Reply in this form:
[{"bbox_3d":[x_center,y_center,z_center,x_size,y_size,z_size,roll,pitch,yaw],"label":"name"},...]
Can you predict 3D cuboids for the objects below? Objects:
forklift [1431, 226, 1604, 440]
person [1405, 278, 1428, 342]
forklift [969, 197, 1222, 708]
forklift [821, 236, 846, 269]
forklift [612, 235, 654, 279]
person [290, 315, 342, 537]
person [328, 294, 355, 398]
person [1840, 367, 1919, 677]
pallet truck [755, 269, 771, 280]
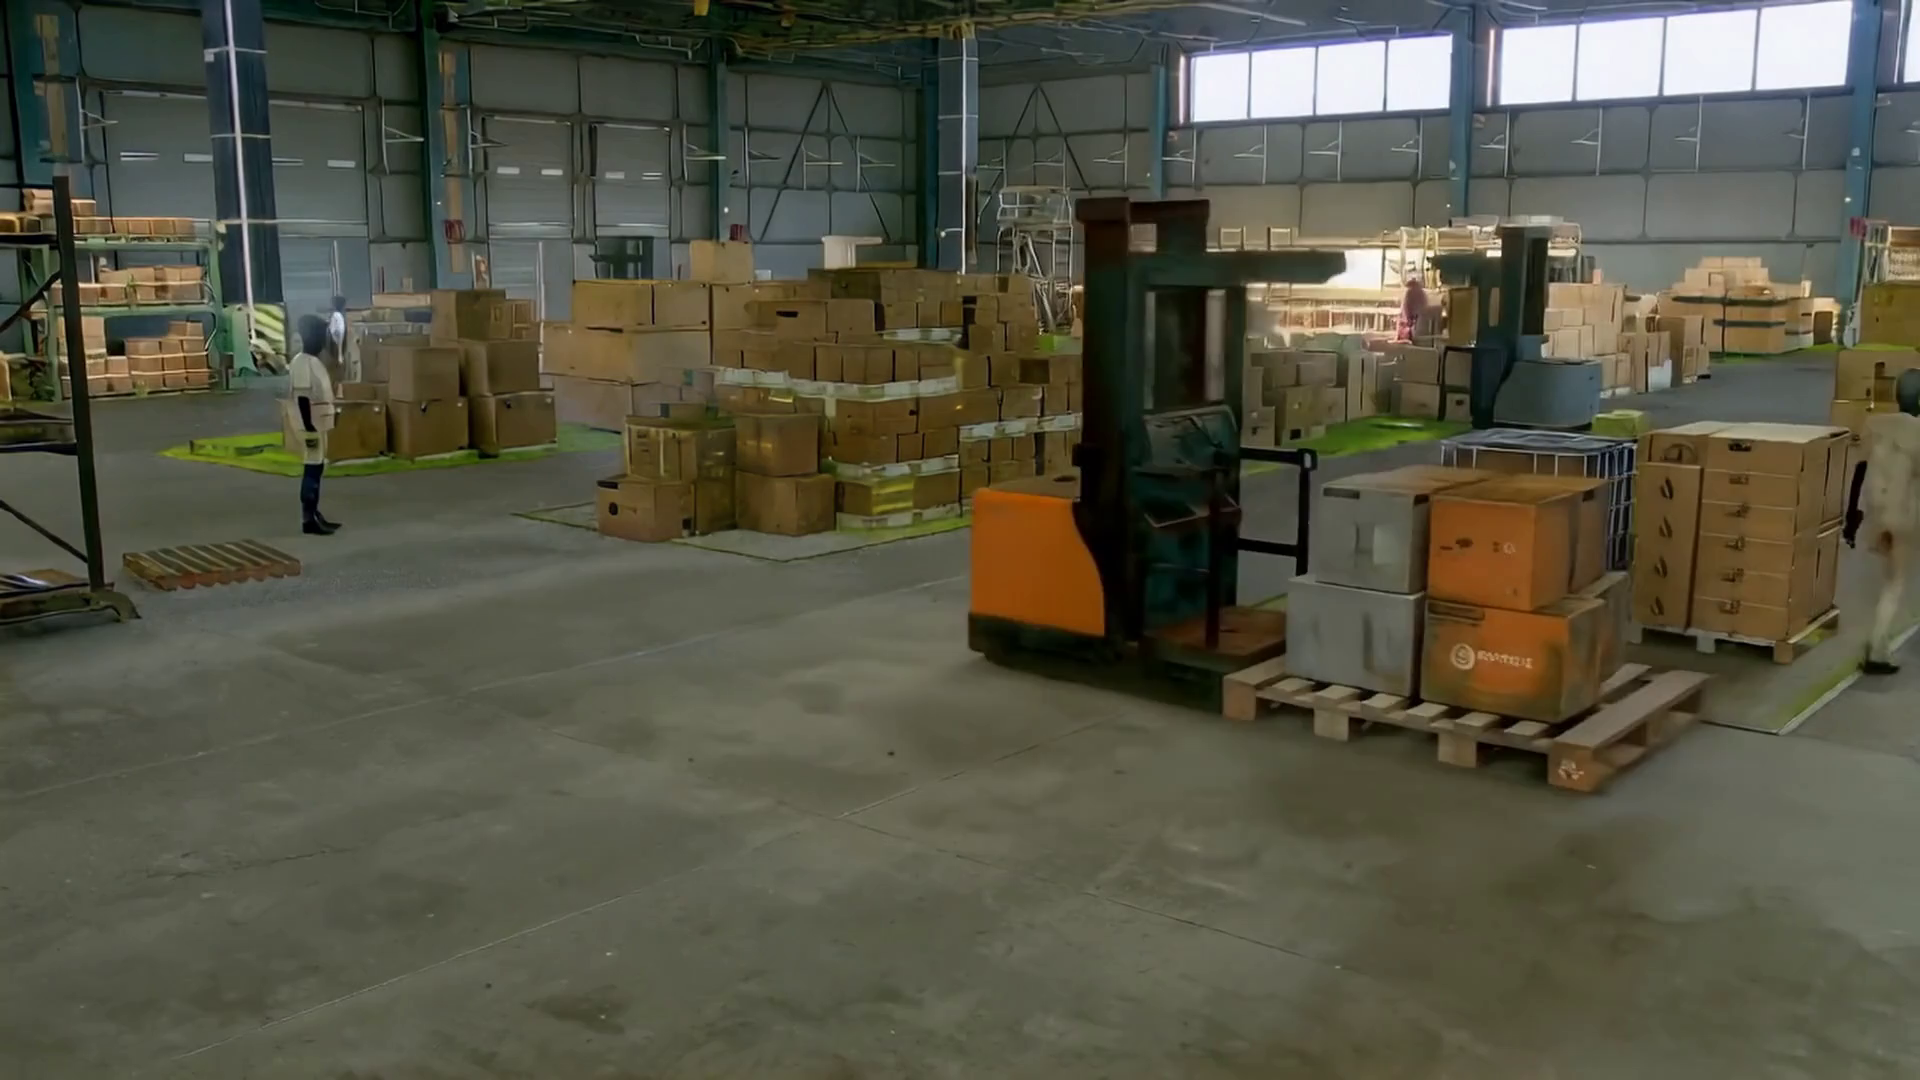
[{"bbox_3d":[7.339,-2.688,21.696,1.873,2.768,1.129,8,13,40],"label":"forklift"},{"bbox_3d":[9.827,-4.684,35.873,0.515,1.901,0.672,-4,11,-22],"label":"person"},{"bbox_3d":[1.062,-0.611,9.870,1.873,2.768,1.129,8,13,40],"label":"forklift"},{"bbox_3d":[-2.995,-5.852,39.712,1.873,2.768,1.129,2,10,12],"label":"forklift"},{"bbox_3d":[-7.300,-5.450,37.421,1.873,2.768,1.129,8,13,40],"label":"forklift"},{"bbox_3d":[-5.723,-1.009,14.742,0.361,1.962,0.613,-2,10,-12],"label":"person"},{"bbox_3d":[-9.705,-2.927,26.021,0.491,1.834,0.544,-5,11,-26],"label":"person"},{"bbox_3d":[5.620,-0.106,9.920,0.584,1.845,0.576,-6,11,-29],"label":"person"},{"bbox_3d":[-4.996,-6.432,45.525,1.885,1.965,0.823,-6,12,-32],"label":"pallet truck"}]
